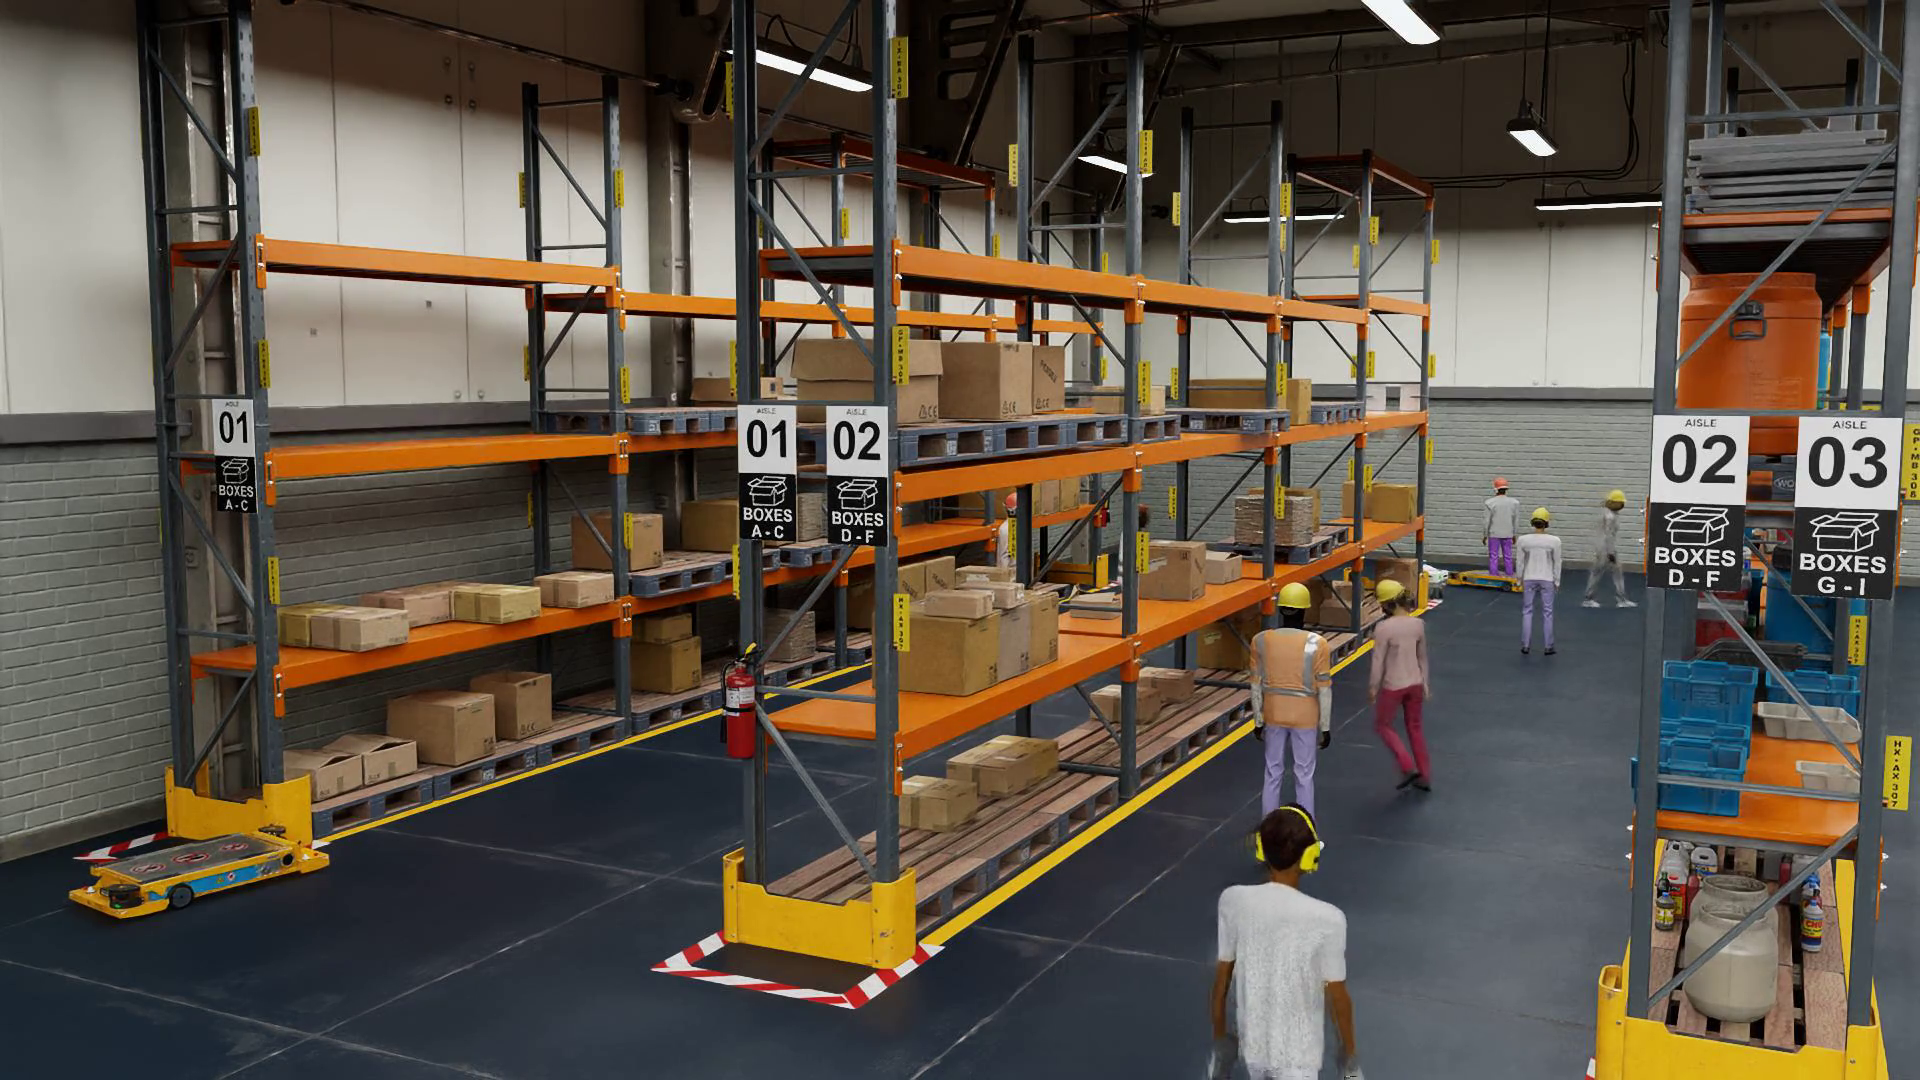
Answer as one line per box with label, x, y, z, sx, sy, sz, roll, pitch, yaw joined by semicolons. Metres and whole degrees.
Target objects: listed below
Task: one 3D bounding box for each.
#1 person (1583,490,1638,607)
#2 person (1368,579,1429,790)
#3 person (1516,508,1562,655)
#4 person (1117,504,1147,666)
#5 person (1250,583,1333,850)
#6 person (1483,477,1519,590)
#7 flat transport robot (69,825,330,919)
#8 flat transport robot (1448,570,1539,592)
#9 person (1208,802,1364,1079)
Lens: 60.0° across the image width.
person;9.325;0.137;23.746;0.826;1.696;0.494;3;7;30
person;3.557;1.185;13.470;0.601;1.724;0.468;-3;7;-31
person;6.952;0.496;19.985;0.523;1.769;0.322;3;7;27
person;1.995;0.511;19.286;0.338;1.880;0.598;0;6;-3
person;2.344;1.261;11.774;0.587;1.928;0.363;3;7;27
person;8.388;-0.101;25.831;0.563;1.756;0.319;0;6;-4
flat transport robot;-4.983;2.165;10.951;0.652;0.197;1.431;4;7;37
flat transport robot;8.400;0.628;25.893;0.652;0.197;1.431;-5;8;-40
person;1.195;1.888;6.062;0.535;1.853;0.462;5;8;42
